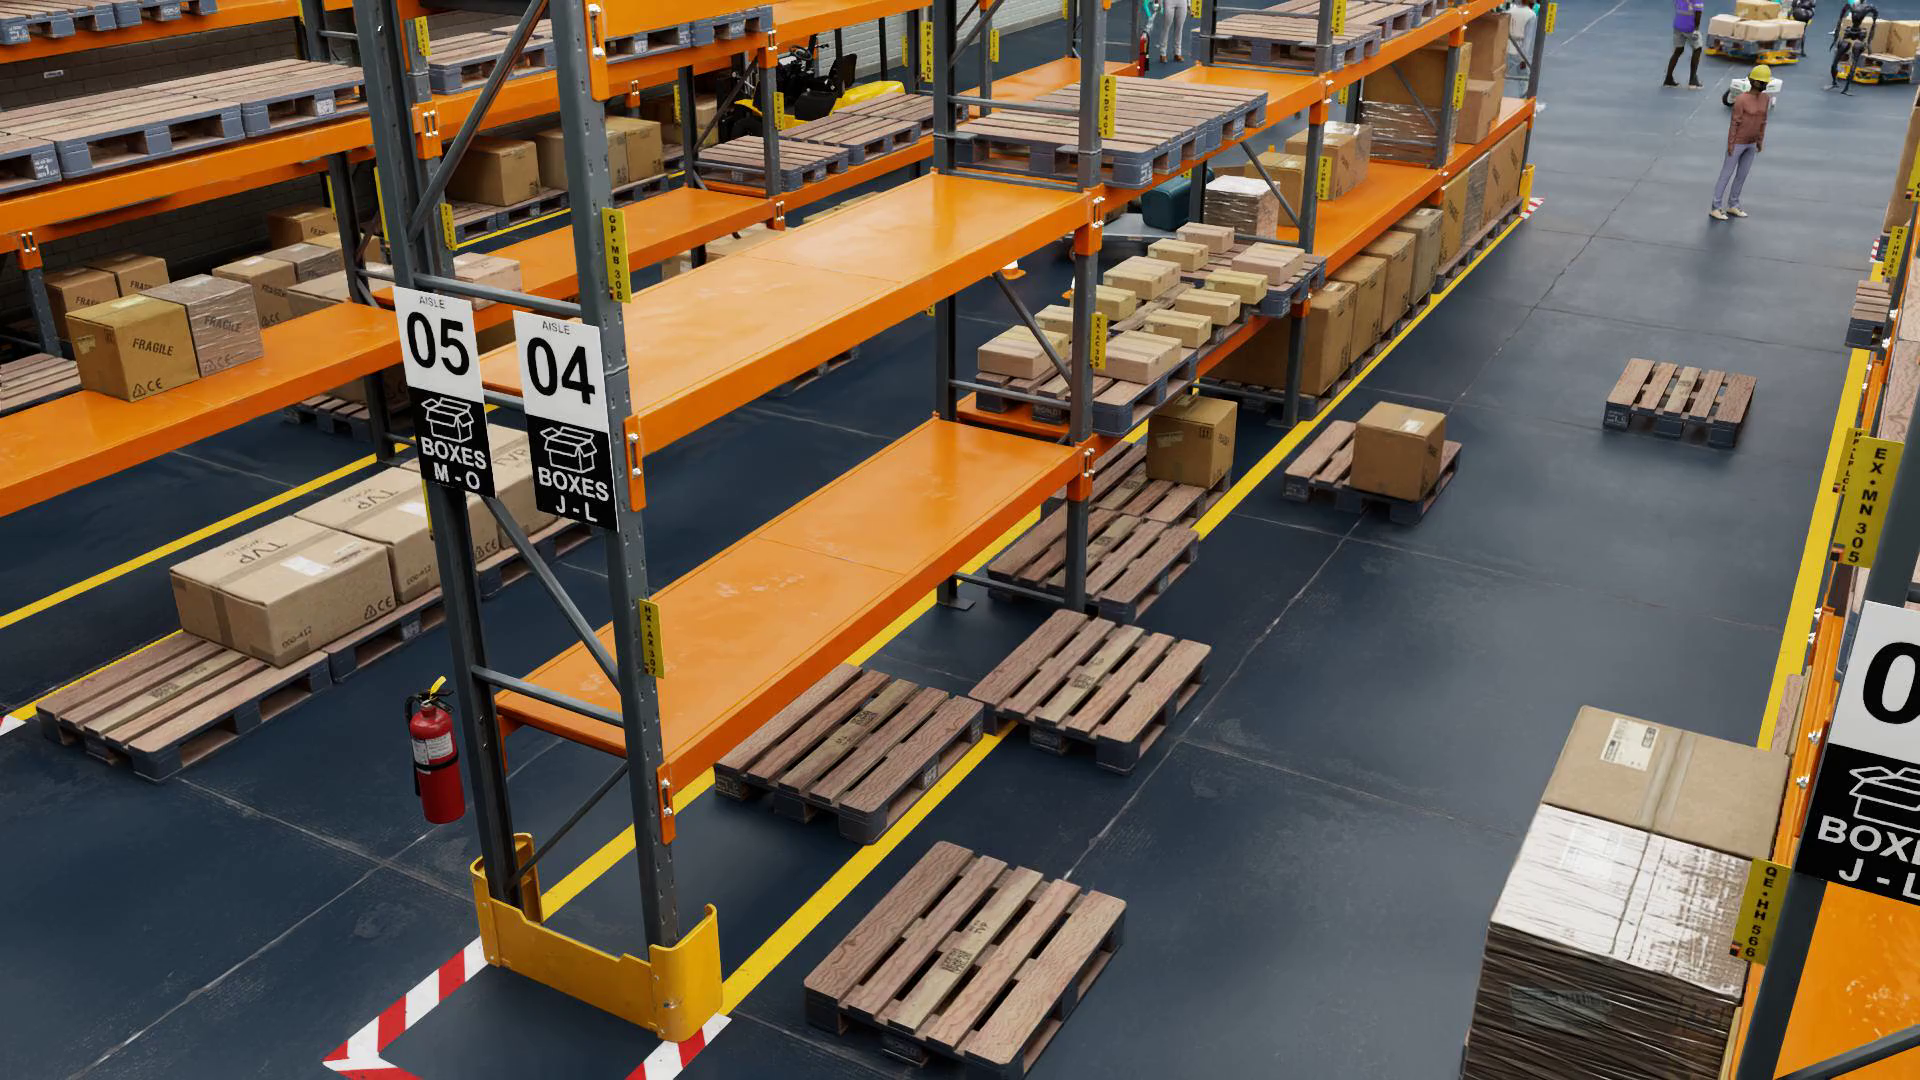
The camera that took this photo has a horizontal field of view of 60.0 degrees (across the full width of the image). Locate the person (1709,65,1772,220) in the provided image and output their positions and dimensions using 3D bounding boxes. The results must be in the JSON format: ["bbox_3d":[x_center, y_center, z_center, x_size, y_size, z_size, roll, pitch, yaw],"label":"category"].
[{"bbox_3d":[9.032,-4.568,19.120,0.520,1.758,0.338,-11,28,-22],"label":"person"}]

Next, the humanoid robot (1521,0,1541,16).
[{"bbox_3d":[9.948,-9.345,29.036,0.544,1.731,0.772,-8,27,-16],"label":"humanoid robot"}]

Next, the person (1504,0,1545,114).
[{"bbox_3d":[8.172,-7.130,24.322,1.005,1.860,0.598,-11,28,-22],"label":"person"}]

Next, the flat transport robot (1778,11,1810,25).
[{"bbox_3d":[15.760,-10.096,32.319,1.431,0.231,0.659,-13,28,-24],"label":"flat transport robot"}]

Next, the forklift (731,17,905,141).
[{"bbox_3d":[-1.819,-5.975,21.543,2.313,2.155,1.214,14,29,26],"label":"forklift"}]

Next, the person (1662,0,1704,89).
[{"bbox_3d":[11.604,-8.136,26.329,0.680,1.930,0.664,-8,27,-16],"label":"person"}]

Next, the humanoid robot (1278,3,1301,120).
[{"bbox_3d":[4.742,-6.965,24.191,0.446,1.638,0.588,-18,31,-33],"label":"humanoid robot"}]

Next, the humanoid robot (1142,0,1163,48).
[{"bbox_3d":[3.488,-9.725,29.874,0.897,1.778,0.565,-20,32,-35],"label":"humanoid robot"}]

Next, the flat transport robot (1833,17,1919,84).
[{"bbox_3d":[15.151,-7.668,27.275,1.431,0.231,0.659,-8,27,-16],"label":"flat transport robot"}]

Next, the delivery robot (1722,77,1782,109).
[{"bbox_3d":[11.984,-6.780,25.105,0.769,0.598,0.517,-7,27,-14],"label":"delivery robot"}]

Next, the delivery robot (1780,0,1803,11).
[{"bbox_3d":[16.898,-10.874,33.629,0.789,0.614,0.499,-16,30,-29],"label":"delivery robot"}]

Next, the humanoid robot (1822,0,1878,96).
[{"bbox_3d":[13.926,-7.791,25.919,0.619,1.645,0.477,20,32,35],"label":"humanoid robot"}]

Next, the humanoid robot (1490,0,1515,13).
[{"bbox_3d":[9.230,-8.805,27.953,0.541,1.805,0.667,-14,29,-27],"label":"humanoid robot"}]

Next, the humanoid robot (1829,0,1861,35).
[{"bbox_3d":[16.767,-10.385,31.172,0.679,1.752,0.544,6,26,12],"label":"humanoid robot"}]

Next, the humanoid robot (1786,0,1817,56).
[{"bbox_3d":[14.676,-9.254,28.949,0.601,1.652,0.309,-14,29,-26],"label":"humanoid robot"}]

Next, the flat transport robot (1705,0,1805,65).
[{"bbox_3d":[13.761,-8.484,28.971,0.659,0.231,1.431,-11,28,-22],"label":"flat transport robot"}]

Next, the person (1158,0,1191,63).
[{"bbox_3d":[3.679,-9.185,28.504,0.634,1.937,0.355,-7,26,-13],"label":"person"}]

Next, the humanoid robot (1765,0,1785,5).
[{"bbox_3d":[14.665,-9.878,30.247,0.539,1.857,0.714,-17,31,-32],"label":"humanoid robot"}]
